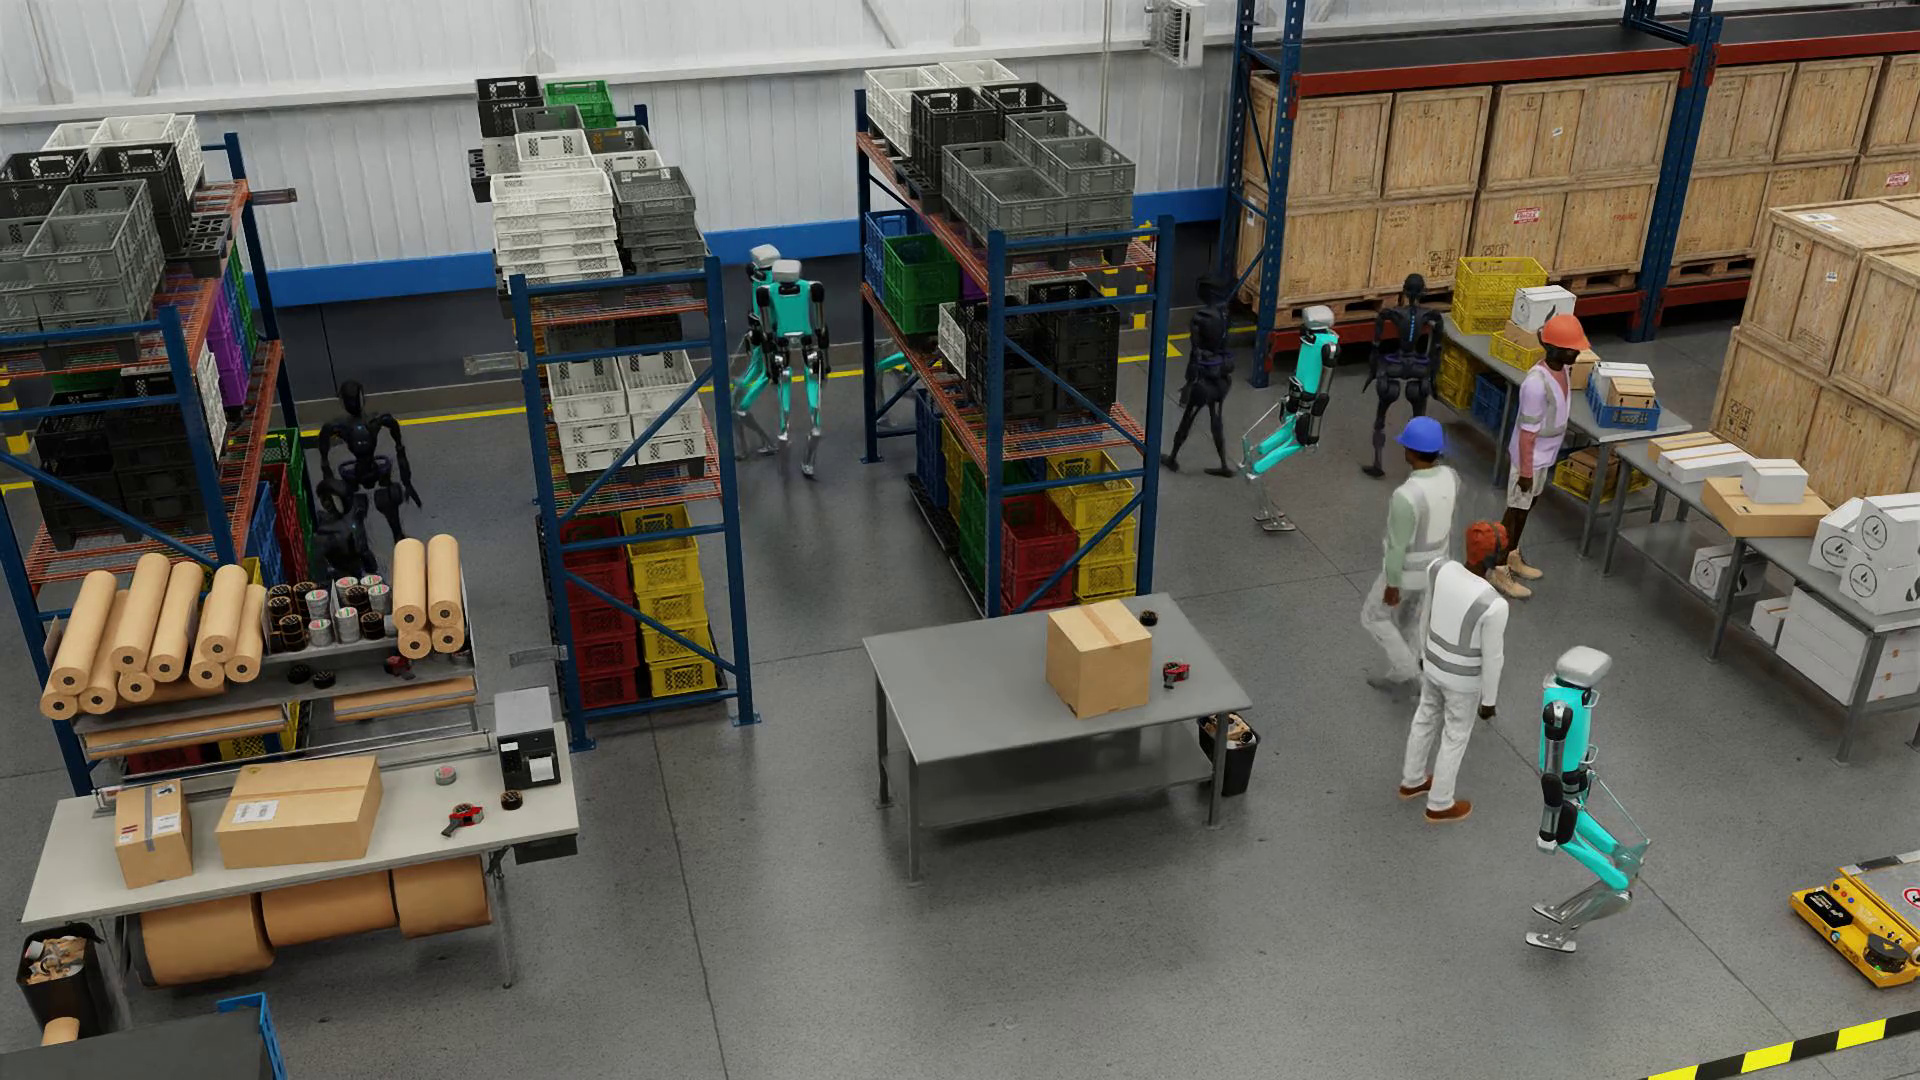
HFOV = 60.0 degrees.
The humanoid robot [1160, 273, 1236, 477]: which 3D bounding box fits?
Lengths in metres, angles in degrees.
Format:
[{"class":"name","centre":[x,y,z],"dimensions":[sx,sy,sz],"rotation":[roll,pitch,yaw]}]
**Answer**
[{"class":"humanoid robot","centre":[1.925,-1.292,13.076],"dimensions":[0.666,1.622,0.610],"rotation":[21,35,34]}]

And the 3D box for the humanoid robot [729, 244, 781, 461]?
[{"class":"humanoid robot","centre":[-1.704,-1.396,13.232],"dimensions":[0.737,1.855,0.538],"rotation":[-20,34,-31]}]

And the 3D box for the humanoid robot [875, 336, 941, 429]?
[{"class":"humanoid robot","centre":[-0.470,-1.667,13.710],"dimensions":[1.014,1.758,0.532],"rotation":[-5,29,-9]}]

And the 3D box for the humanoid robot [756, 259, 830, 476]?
[{"class":"humanoid robot","centre":[-1.269,-1.217,12.920],"dimensions":[0.553,1.865,0.654],"rotation":[-3,29,-5]}]

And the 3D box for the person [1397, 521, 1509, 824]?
[{"class":"person","centre":[2.734,0.732,9.162],"dimensions":[0.350,1.878,0.580],"rotation":[-14,32,-24]}]

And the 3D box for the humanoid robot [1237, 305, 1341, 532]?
[{"class":"humanoid robot","centre":[2.324,-0.866,12.114],"dimensions":[0.736,1.695,0.530],"rotation":[-5,29,-9]}]

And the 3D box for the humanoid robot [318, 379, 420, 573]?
[{"class":"humanoid robot","centre":[-4.045,-0.369,11.377],"dimensions":[0.614,1.637,0.403],"rotation":[-15,32,-25]}]

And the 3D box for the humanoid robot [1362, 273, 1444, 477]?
[{"class":"humanoid robot","centre":[3.487,-1.277,13.027],"dimensions":[0.609,1.637,0.379],"rotation":[2,29,3]}]

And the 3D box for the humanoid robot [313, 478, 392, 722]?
[{"class":"humanoid robot","centre":[-3.726,0.336,10.084],"dimensions":[0.397,1.639,0.604],"rotation":[4,29,7]}]

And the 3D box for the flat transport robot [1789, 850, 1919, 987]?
[{"class":"flat transport robot","centre":[5.163,1.916,8.676],"dimensions":[1.431,0.231,0.659],"rotation":[-8,30,-14]}]

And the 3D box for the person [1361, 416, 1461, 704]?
[{"class":"person","centre":[2.758,0.150,10.160],"dimensions":[0.610,1.928,0.458],"rotation":[-23,36,-36]}]

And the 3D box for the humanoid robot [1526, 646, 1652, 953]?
[{"class":"humanoid robot","centre":[3.115,1.318,8.104],"dimensions":[0.735,1.673,0.533],"rotation":[16,32,26]}]

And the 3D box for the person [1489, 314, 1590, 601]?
[{"class":"person","centre":[3.960,-0.582,11.379],"dimensions":[0.383,2.045,0.604],"rotation":[19,34,30]}]
